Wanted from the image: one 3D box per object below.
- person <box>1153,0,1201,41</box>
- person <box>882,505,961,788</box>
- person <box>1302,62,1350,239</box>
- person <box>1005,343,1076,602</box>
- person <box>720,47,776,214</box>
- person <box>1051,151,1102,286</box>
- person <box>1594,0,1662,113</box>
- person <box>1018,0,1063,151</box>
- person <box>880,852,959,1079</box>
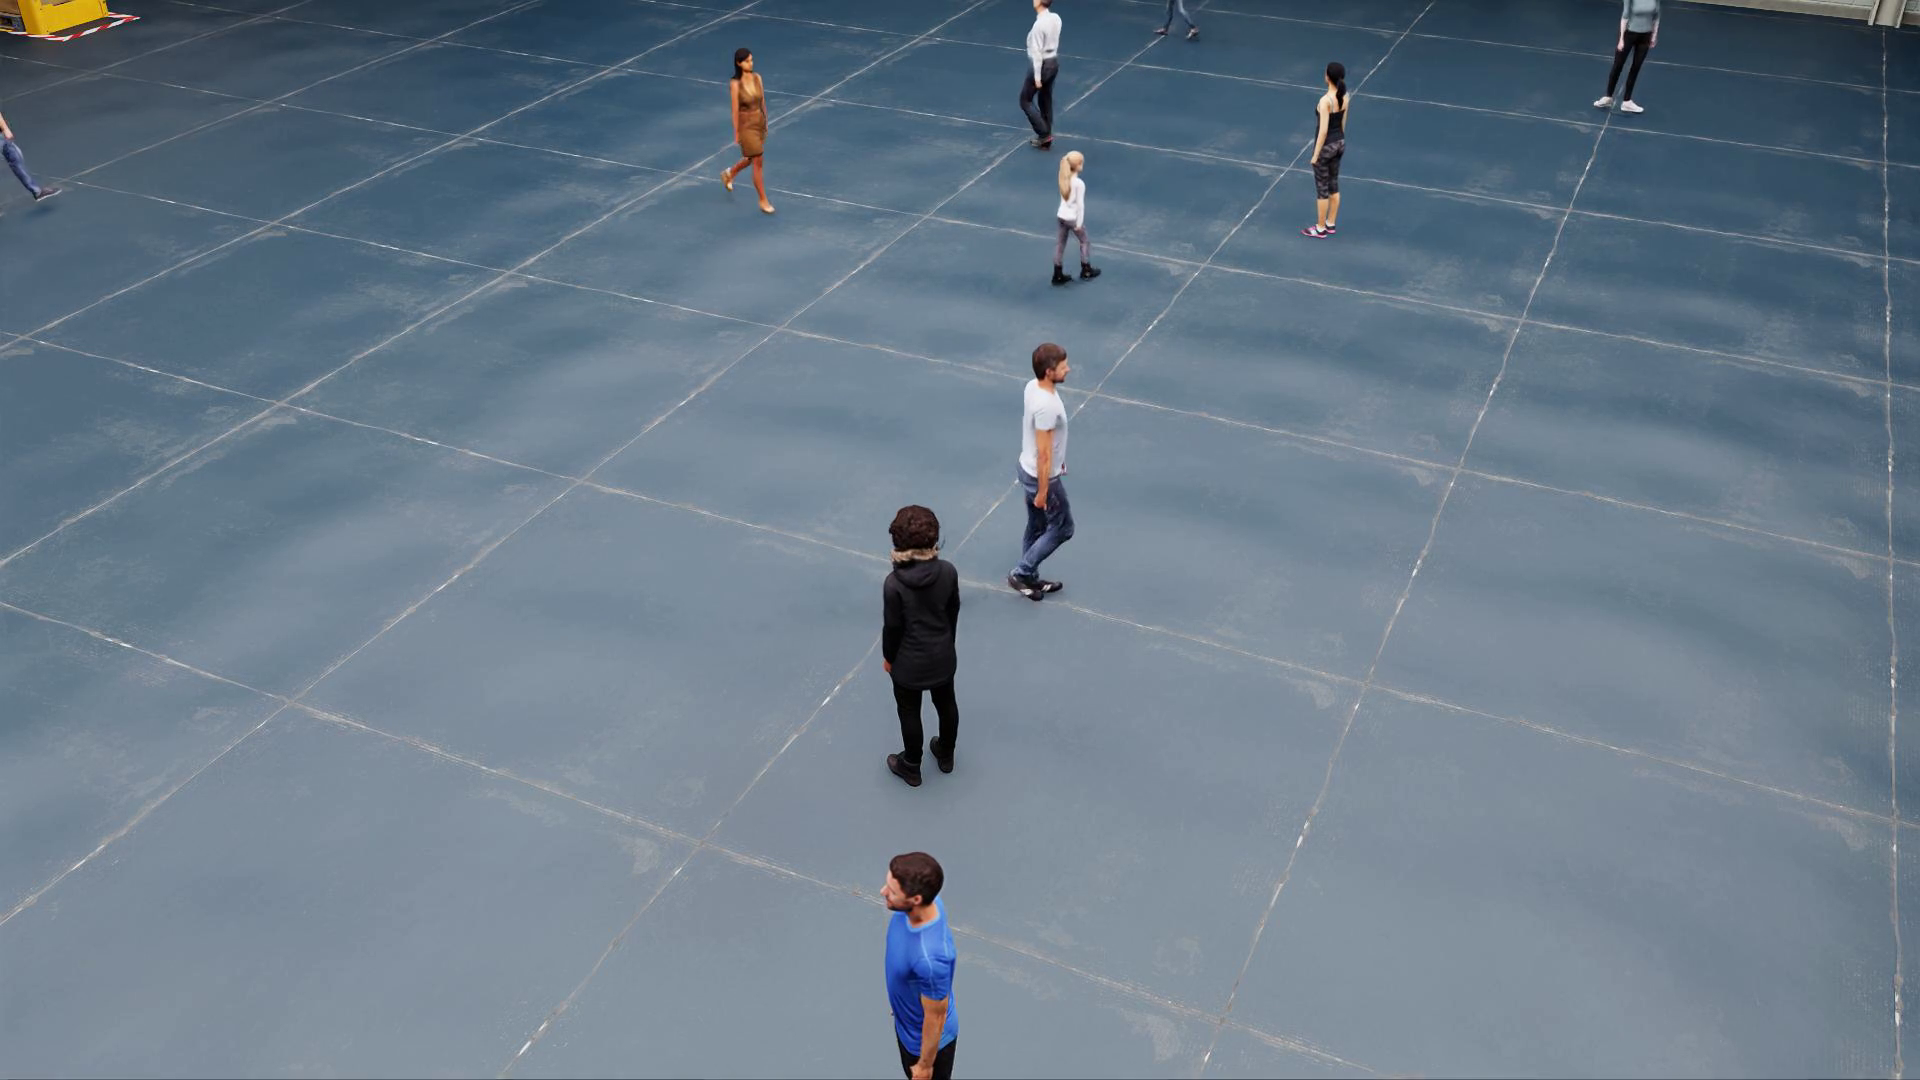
[{"bbox_3d":[2.994,-7.391,22.395,0.894,1.291,0.527,11,34,17],"label":"person"},{"bbox_3d":[-0.204,0.611,9.258,0.726,1.774,0.770,-15,35,-22],"label":"person"},{"bbox_3d":[3.635,-3.825,16.334,0.639,1.727,0.647,-25,40,-34],"label":"person"},{"bbox_3d":[0.445,-0.413,10.808,0.853,1.853,0.791,-6,33,-9],"label":"person"},{"bbox_3d":[-2.189,-4.185,16.964,1.053,1.663,0.705,22,38,31],"label":"person"},{"bbox_3d":[0.972,-2.962,15.399,0.711,1.264,0.735,-26,40,-35],"label":"person"},{"bbox_3d":[8.030,-5.914,19.650,0.666,1.722,0.845,-8,33,-13],"label":"person"},{"bbox_3d":[0.979,-5.204,18.444,0.751,1.808,0.730,23,39,31],"label":"person"},{"bbox_3d":[-0.146,2.016,6.941,0.750,1.869,0.704,-8,33,-13],"label":"person"}]
